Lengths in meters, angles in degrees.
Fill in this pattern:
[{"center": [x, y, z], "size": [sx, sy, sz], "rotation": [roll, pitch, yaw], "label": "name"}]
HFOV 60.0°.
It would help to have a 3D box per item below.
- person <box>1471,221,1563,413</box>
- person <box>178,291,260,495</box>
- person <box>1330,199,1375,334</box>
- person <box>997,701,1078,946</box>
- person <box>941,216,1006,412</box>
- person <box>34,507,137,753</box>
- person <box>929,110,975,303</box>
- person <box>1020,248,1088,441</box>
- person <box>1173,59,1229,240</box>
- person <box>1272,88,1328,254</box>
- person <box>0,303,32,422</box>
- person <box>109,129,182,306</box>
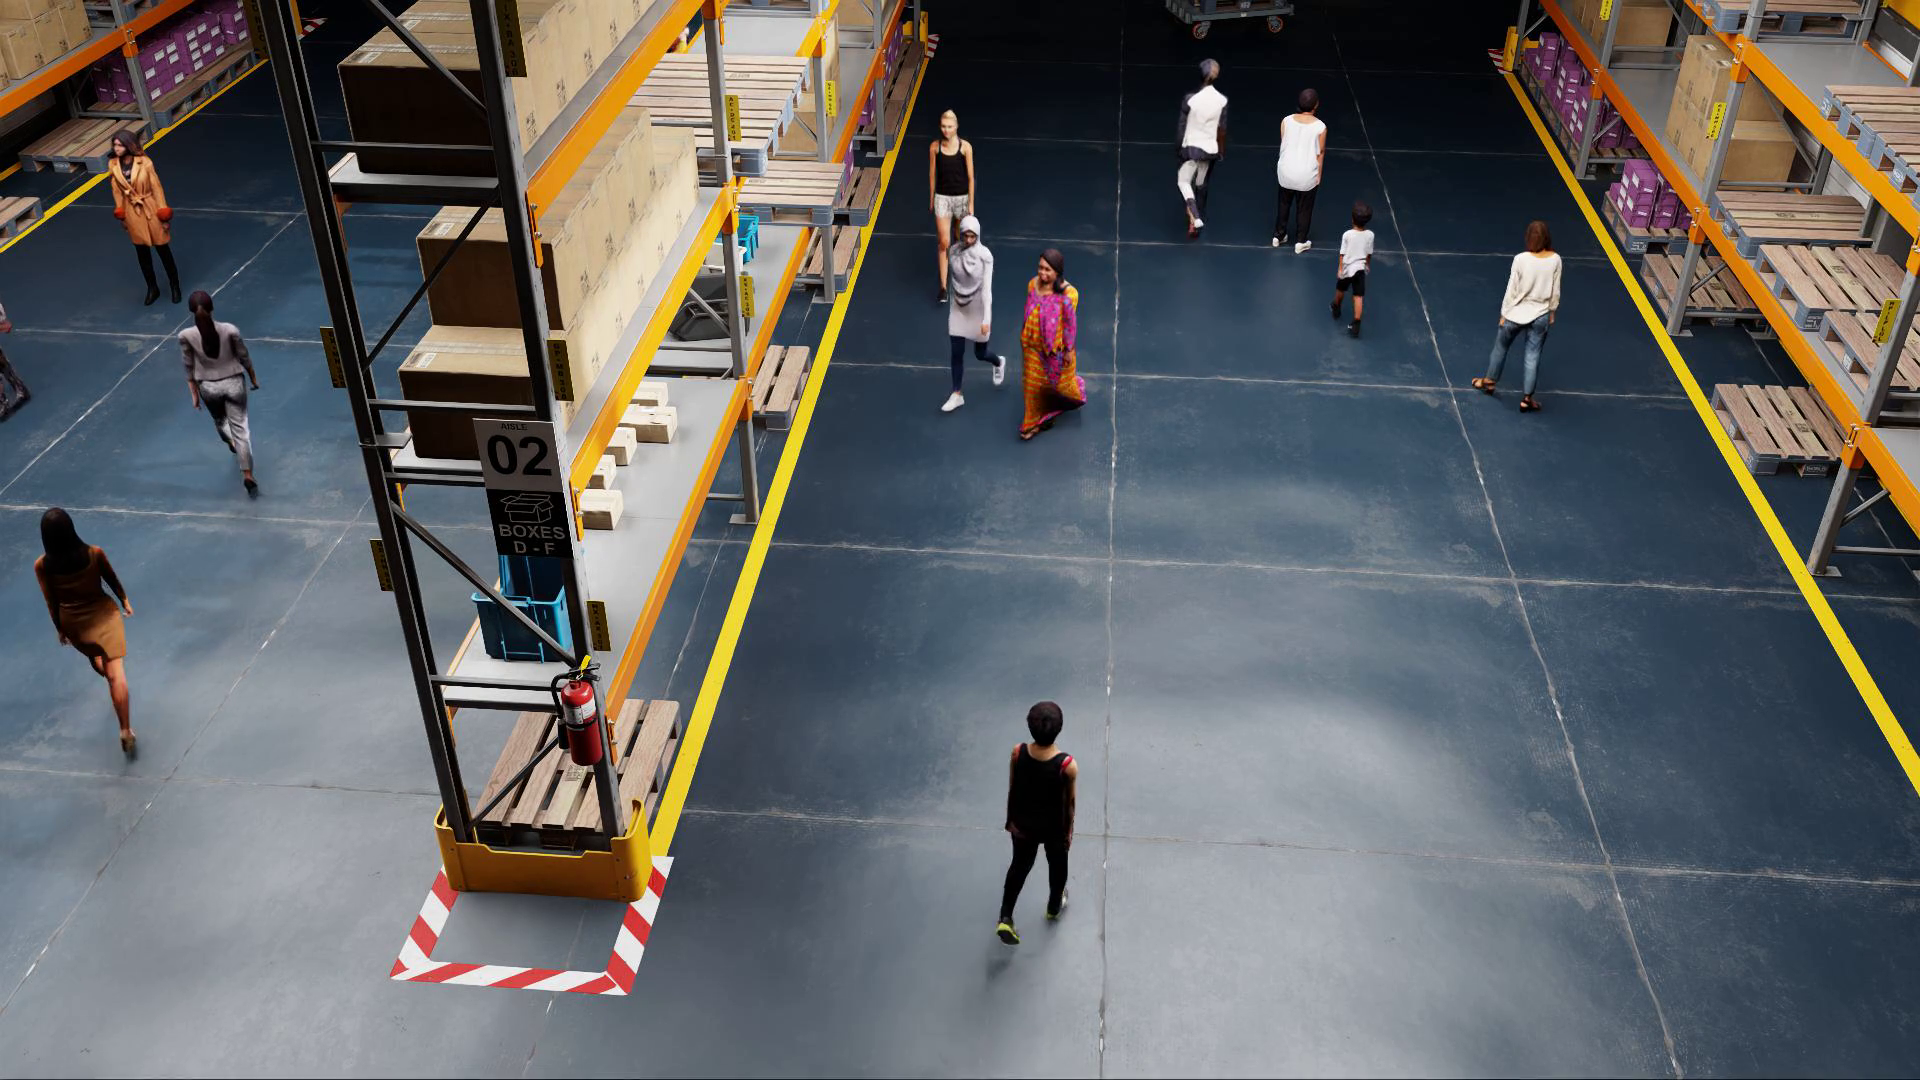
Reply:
[{"center": [4.867, -1.885, 14.201], "size": [0.727, 1.652, 0.781], "rotation": [4, 34, 5], "label": "person"}, {"center": [-5.777, -1.111, 13.056], "size": [0.935, 1.631, 1.177], "rotation": [-11, 35, -17], "label": "person"}, {"center": [3.708, -2.535, 15.557], "size": [0.591, 1.234, 0.904], "rotation": [-3, 34, -5], "label": "person"}, {"center": [0.415, 1.586, 9.092], "size": [0.719, 1.527, 0.966], "rotation": [14, 36, 20], "label": "person"}, {"center": [0.142, -1.964, 14.225], "size": [0.886, 1.758, 1.077], "rotation": [20, 38, 27], "label": "person"}, {"center": [-5.457, 0.593, 10.486], "size": [0.937, 1.638, 1.163], "rotation": [-14, 36, -20], "label": "person"}, {"center": [-0.058, -3.333, 16.252], "size": [0.631, 1.794, 1.177], "rotation": [1, 34, 2], "label": "person"}, {"center": [0.784, -1.676, 13.871], "size": [0.938, 1.669, 1.124], "rotation": [20, 38, 27], "label": "person"}, {"center": [2.483, -3.961, 17.121], "size": [0.828, 1.878, 0.994], "rotation": [-5, 34, -8], "label": "person"}, {"center": [3.479, -3.800, 17.051], "size": [0.755, 1.686, 0.773], "rotation": [20, 39, 28], "label": "person"}, {"center": [-8.283, -1.909, 14.194], "size": [0.659, 1.701, 0.805], "rotation": [8, 34, 11], "label": "person"}, {"center": [-7.831, -3.102, 15.968], "size": [0.716, 1.723, 0.644], "rotation": [-3, 34, -4], "label": "person"}]
